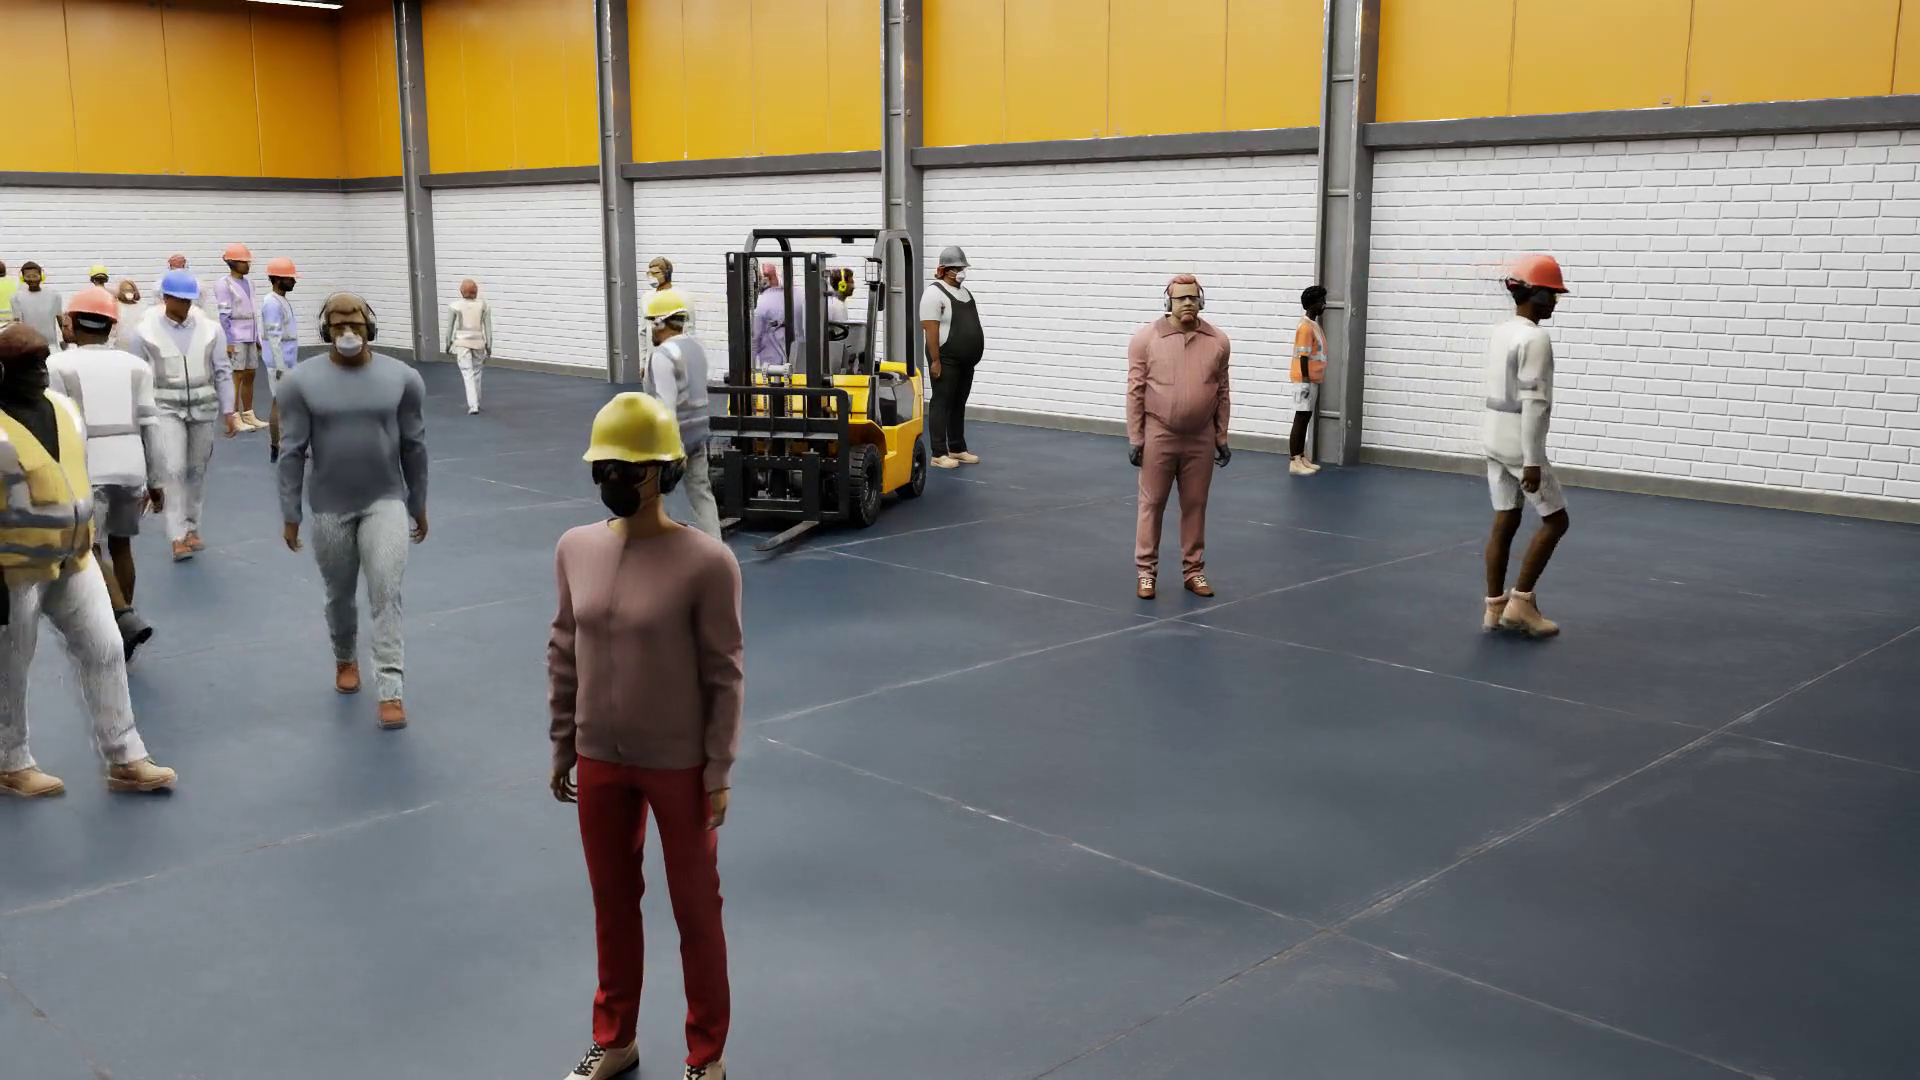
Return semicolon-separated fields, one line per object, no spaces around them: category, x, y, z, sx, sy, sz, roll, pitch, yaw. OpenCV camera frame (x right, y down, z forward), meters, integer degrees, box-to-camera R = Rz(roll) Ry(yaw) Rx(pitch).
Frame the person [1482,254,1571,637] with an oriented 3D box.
person;3.031;-0.484;8.798;0.516;2.030;0.648;-1;10;-4

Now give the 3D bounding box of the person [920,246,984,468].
person;-0.034;-1.697;15.396;0.537;2.000;0.682;6;12;31

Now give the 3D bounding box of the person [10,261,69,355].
person;-9.960;-2.089;18.033;0.565;1.852;0.416;-6;12;-31

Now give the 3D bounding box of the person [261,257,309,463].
person;-6.360;-1.688;15.675;0.392;1.929;0.545;-2;11;-12

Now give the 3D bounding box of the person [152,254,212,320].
person;-9.592;-2.576;20.569;0.641;1.905;0.410;-4;11;-19

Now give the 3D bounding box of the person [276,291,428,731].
person;-2.709;-0.169;7.464;0.643;1.902;0.972;-4;11;-20

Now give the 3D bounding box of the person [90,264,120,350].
person;-10.870;-2.608;21.114;0.312;1.767;0.533;9;14;40

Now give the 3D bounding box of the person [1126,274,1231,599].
person;1.295;-0.603;9.795;0.639;1.911;0.406;-2;11;-9

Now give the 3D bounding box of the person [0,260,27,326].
person;-12.777;-2.848;22.288;0.631;1.823;0.784;-9;13;-39

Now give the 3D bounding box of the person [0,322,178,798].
person;-3.365;0.106;6.197;0.824;1.809;0.649;3;11;16

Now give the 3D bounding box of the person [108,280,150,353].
person;-10.105;-2.368;20.280;0.500;1.592;0.854;-5;11;-24

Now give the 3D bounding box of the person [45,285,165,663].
person;-4.227;-0.315;8.297;0.809;1.898;0.582;9;13;39

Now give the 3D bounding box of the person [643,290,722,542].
person;-1.849;-0.635;10.284;0.901;1.787;0.602;4;11;19

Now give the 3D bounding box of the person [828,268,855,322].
person;-1.184;-1.730;16.211;0.994;1.822;0.509;-1;10;-4

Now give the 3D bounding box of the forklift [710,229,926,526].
forklift;-1.050;-1.319;12.920;1.214;2.155;2.313;2;11;13

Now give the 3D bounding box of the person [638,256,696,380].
person;-2.679;-1.601;15.153;0.637;1.938;0.355;7;12;33

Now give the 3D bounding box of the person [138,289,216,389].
person;-7.268;-1.553;15.310;0.712;1.769;0.919;-7;12;-32

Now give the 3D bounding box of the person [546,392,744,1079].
person;-0.766;0.526;4.021;0.523;1.771;0.304;4;11;20

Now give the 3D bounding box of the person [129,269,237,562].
person;-5.118;-0.828;11.021;0.612;1.906;0.863;-8;13;-36

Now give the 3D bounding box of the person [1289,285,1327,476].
person;3.112;-1.424;14.867;0.318;1.691;0.534;4;11;19

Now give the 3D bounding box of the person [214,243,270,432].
person;-7.805;-2.198;18.128;0.378;2.040;0.614;2;11;9

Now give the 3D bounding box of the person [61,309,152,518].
person;-6.198;-0.867;12.049;0.511;1.620;0.501;-3;11;-16

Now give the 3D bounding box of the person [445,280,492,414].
person;-5.904;-2.323;20.025;0.524;1.594;0.853;-5;12;-27

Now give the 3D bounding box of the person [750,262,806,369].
person;-1.780;-1.665;15.674;0.614;1.876;0.665;6;12;31
